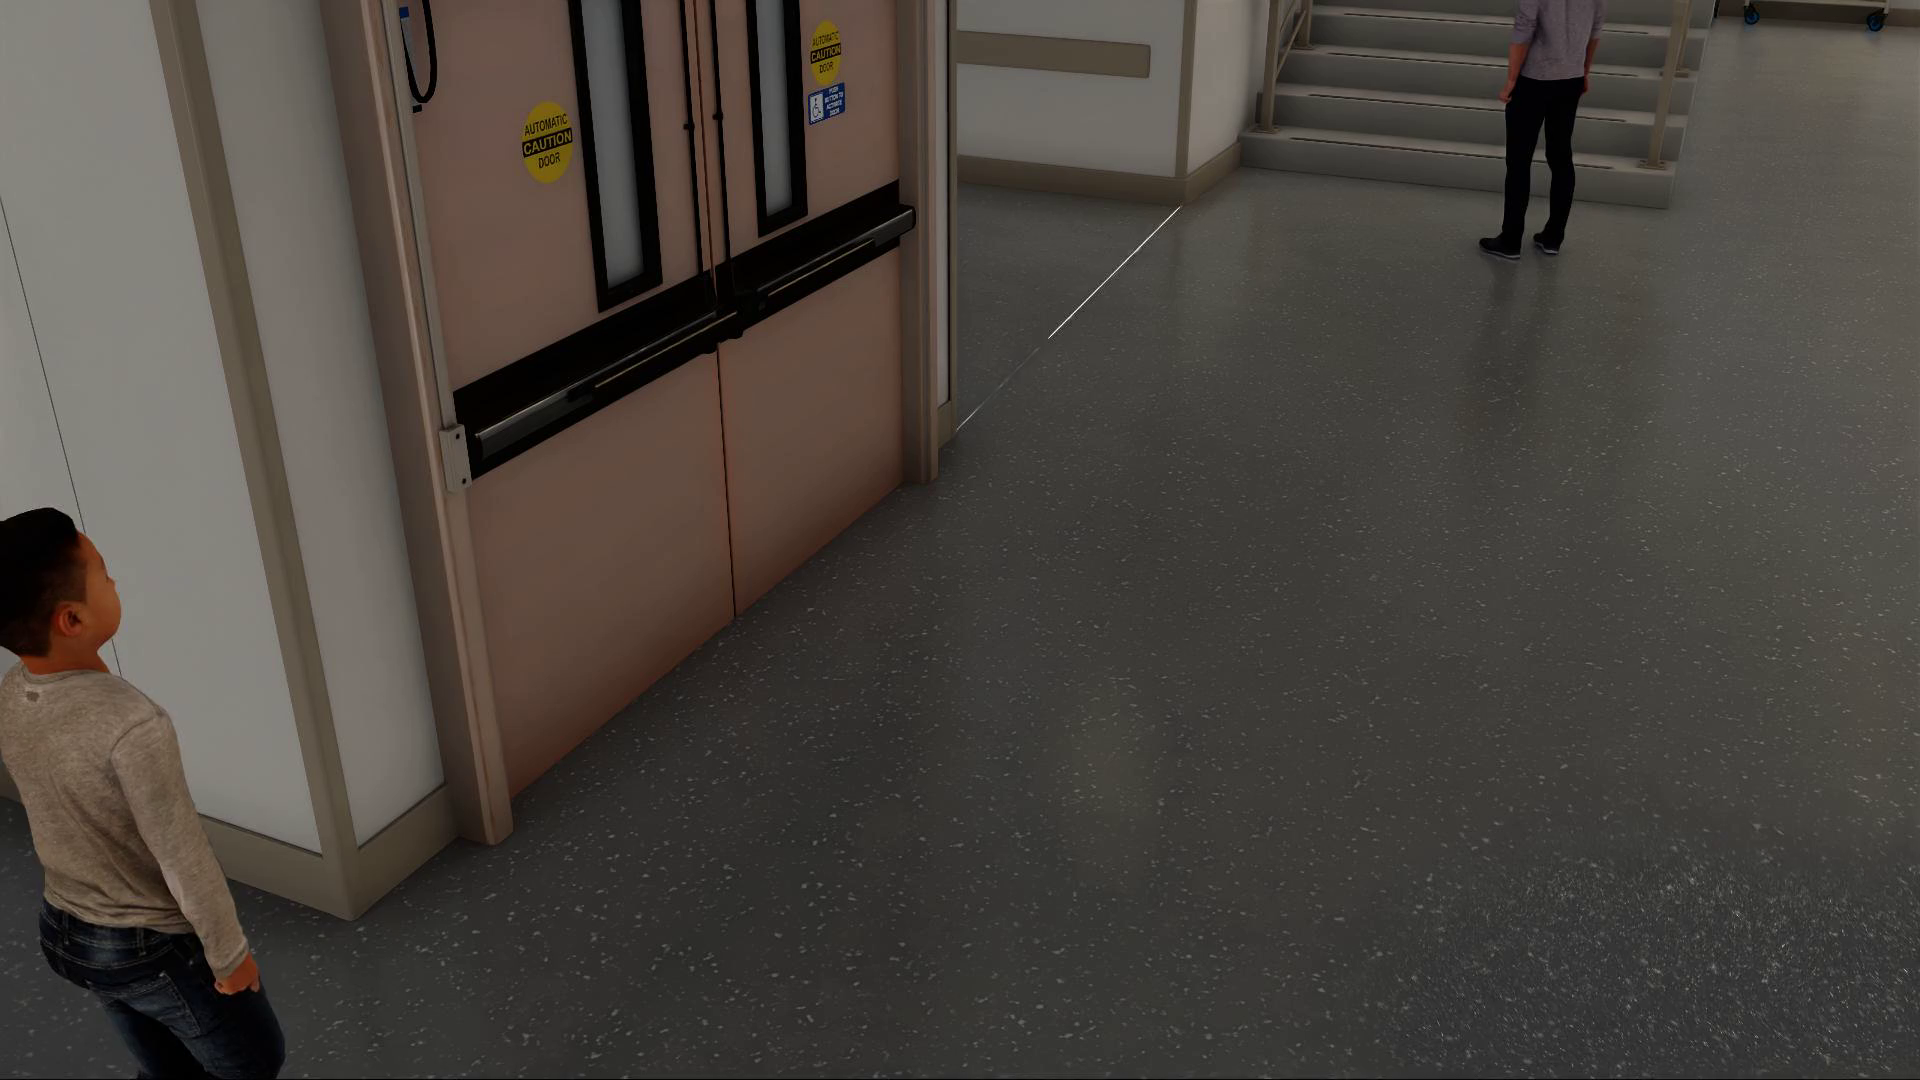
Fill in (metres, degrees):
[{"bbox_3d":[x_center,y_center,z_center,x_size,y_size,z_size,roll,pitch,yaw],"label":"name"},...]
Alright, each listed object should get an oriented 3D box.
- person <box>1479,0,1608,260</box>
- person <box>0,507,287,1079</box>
[{"bbox_3d":[3.016,-2.372,8.501,0.731,1.844,0.772,-7,27,-14],"label":"person"},{"bbox_3d":[-1.362,0.659,2.660,0.585,1.458,0.744,14,29,27],"label":"person"}]
